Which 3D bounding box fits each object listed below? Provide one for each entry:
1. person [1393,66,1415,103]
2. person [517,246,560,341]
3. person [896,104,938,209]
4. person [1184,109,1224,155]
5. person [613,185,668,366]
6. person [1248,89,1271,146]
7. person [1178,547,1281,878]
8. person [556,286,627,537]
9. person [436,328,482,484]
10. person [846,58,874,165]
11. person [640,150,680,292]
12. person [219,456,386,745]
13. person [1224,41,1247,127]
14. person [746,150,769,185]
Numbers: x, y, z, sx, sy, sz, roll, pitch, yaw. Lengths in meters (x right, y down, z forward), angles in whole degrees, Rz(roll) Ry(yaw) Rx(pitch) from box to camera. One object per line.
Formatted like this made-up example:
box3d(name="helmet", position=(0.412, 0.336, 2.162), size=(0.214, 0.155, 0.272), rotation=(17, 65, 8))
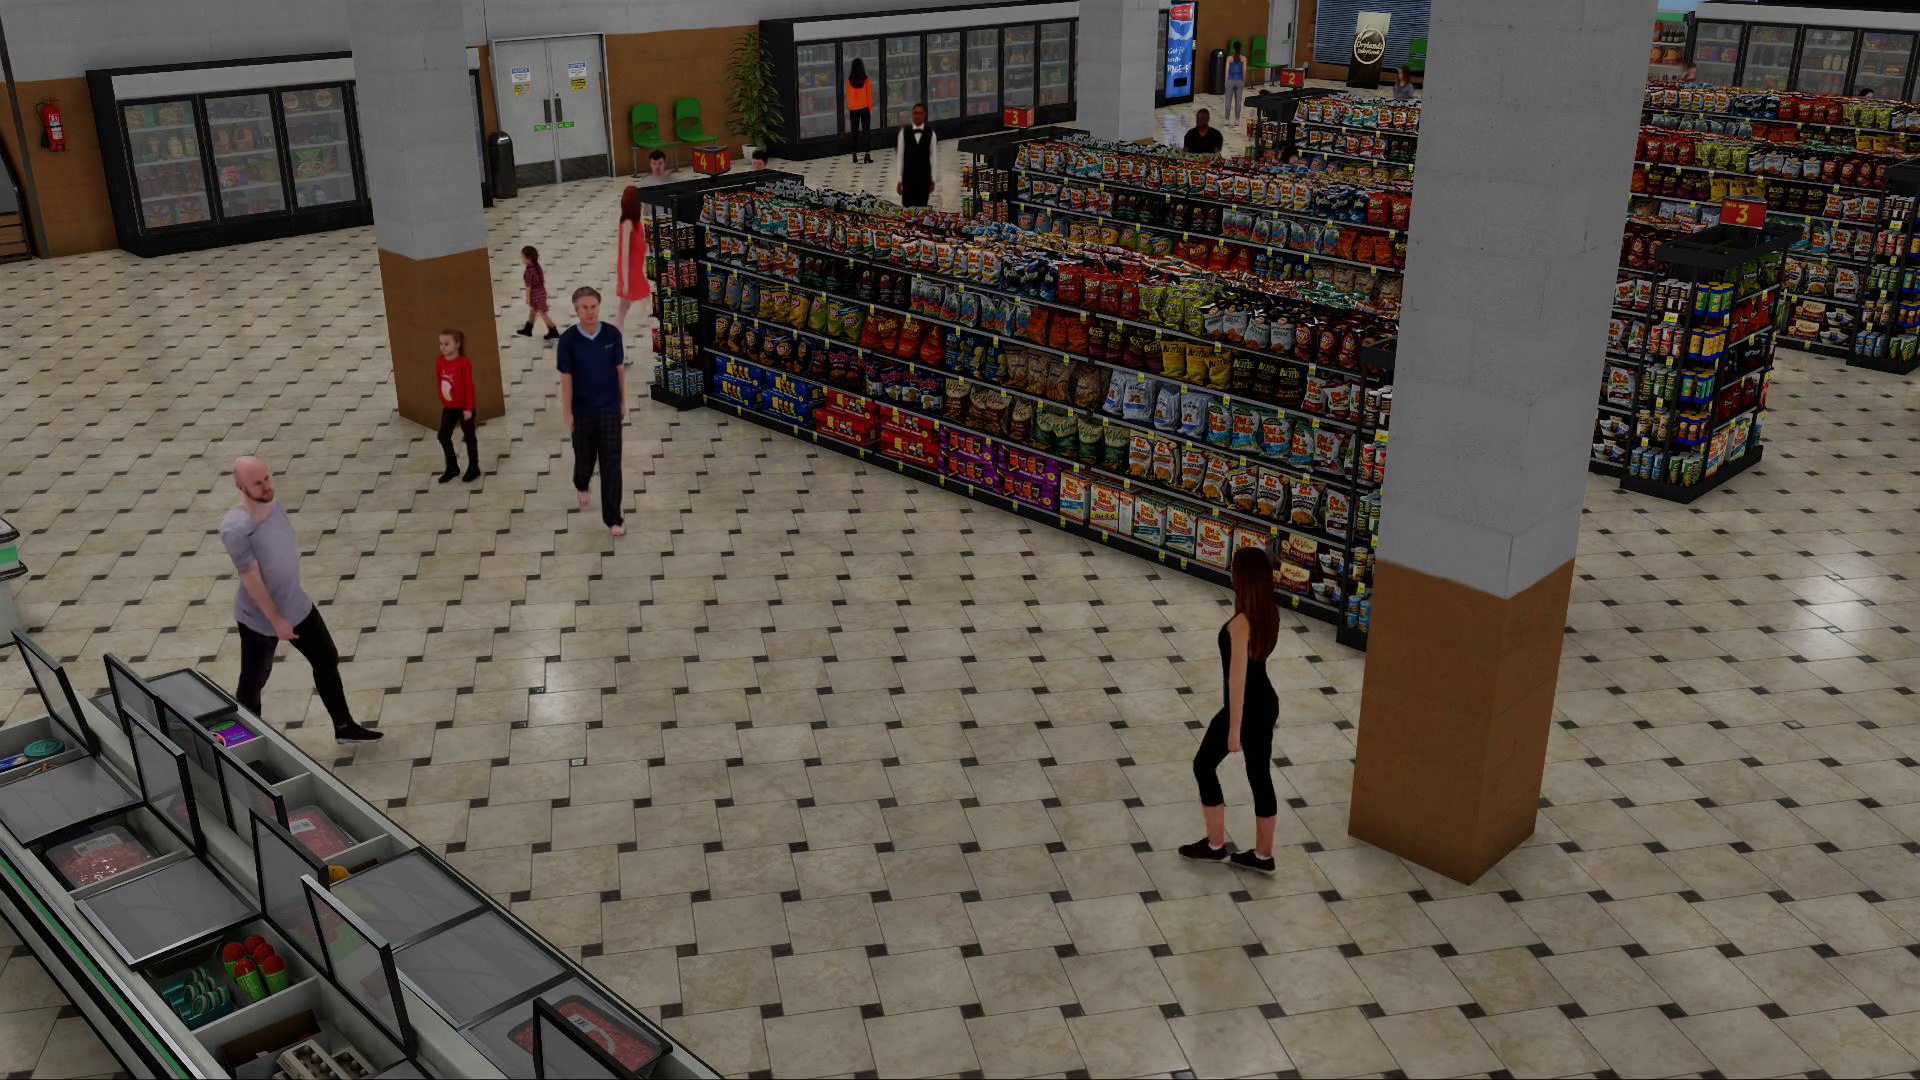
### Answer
box3d(name="person", position=(7.455, -7.066, 27.856), size=(0.847, 1.676, 0.933), rotation=(-12, 25, -28))
box3d(name="person", position=(-4.459, -2.603, 17.657), size=(0.797, 0.999, 0.661), rotation=(5, 22, 13))
box3d(name="person", position=(-0.568, -4.732, 21.757), size=(1.138, 1.893, 1.183), rotation=(0, 22, 1))
box3d(name="person", position=(3.166, -4.769, 21.967), size=(0.802, 1.803, 0.929), rotation=(8, 23, 19))
box3d(name="person", position=(-3.379, -2.602, 16.586), size=(0.970, 1.795, 0.963), rotation=(-2, 22, -6))
box3d(name="person", position=(4.530, -5.900, 24.949), size=(0.644, 1.680, 0.760), rotation=(6, 23, 14))
box3d(name="person", position=(1.467, 0.873, 8.049), size=(0.744, 1.713, 0.655), rotation=(15, 27, 34))
box3d(name="person", position=(-2.775, -0.996, 12.524), size=(0.959, 1.844, 1.223), rotation=(-9, 23, -20))
box3d(name="person", position=(-4.056, -1.112, 13.579), size=(0.619, 1.272, 0.674), rotation=(5, 23, 13))
box3d(name="person", position=(-1.716, -7.344, 28.448), size=(0.648, 1.749, 0.766), rotation=(6, 23, 16))
box3d(name="person", position=(-3.321, -3.445, 18.641), size=(0.975, 1.827, 1.024), rotation=(1, 22, 2))
box3d(name="person", position=(-3.859, 0.403, 9.104), size=(1.113, 1.799, 0.992), rotation=(4, 22, 10))
box3d(name="person", position=(5.402, -8.989, 32.731), size=(0.646, 1.608, 0.702), rotation=(-1, 22, -2))
box3d(name="person", position=(-2.244, -3.680, 19.366), size=(0.943, 1.722, 0.928), rotation=(10, 24, 24))
